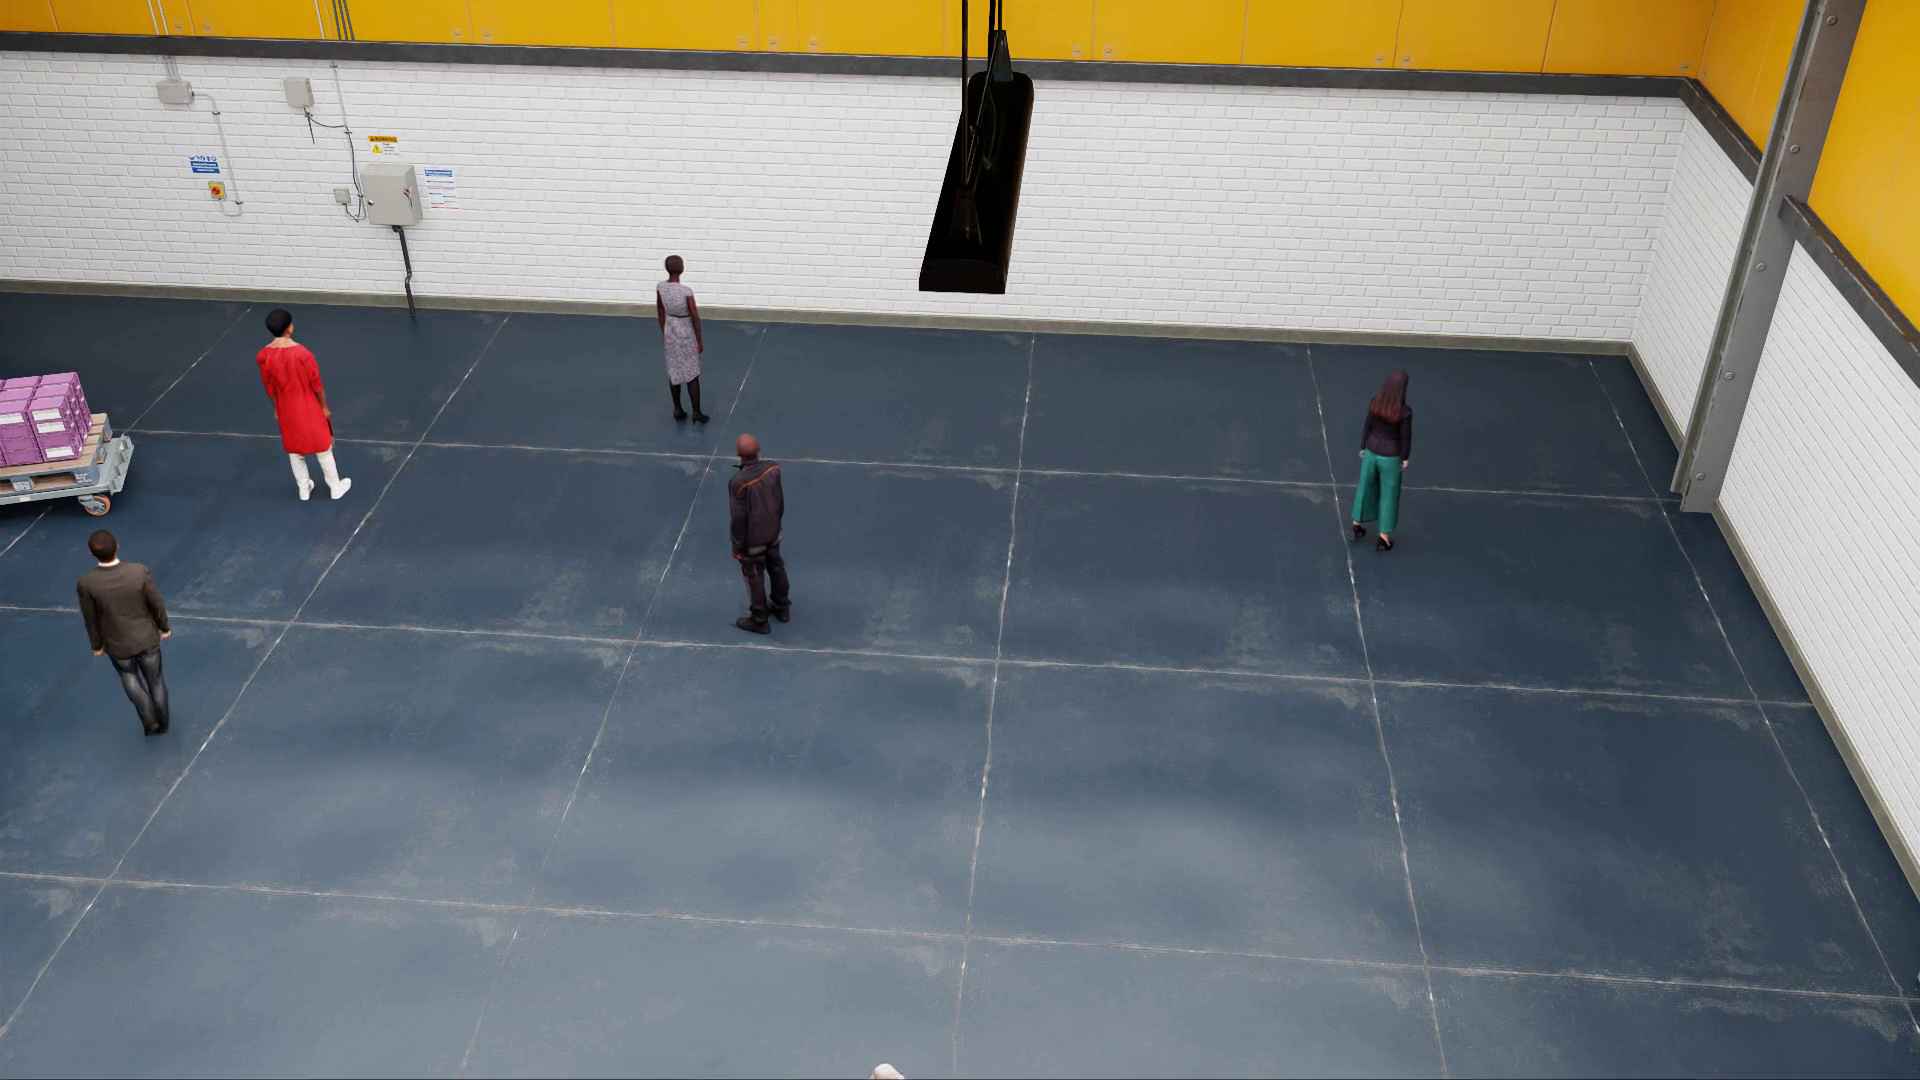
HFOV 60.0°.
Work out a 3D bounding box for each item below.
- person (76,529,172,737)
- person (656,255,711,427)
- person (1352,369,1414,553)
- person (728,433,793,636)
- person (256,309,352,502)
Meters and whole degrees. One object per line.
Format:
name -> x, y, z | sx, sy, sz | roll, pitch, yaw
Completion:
person -> -6.112, 0.743, 12.270 | 0.873, 1.798, 0.918 | -17, 37, -24
person -> -2.746, -1.958, 16.343 | 0.673, 1.788, 0.643 | 14, 36, 20
person -> 3.693, -0.706, 14.505 | 0.748, 1.737, 0.711 | -29, 43, -36
person -> -1.623, -0.059, 13.454 | 0.844, 1.823, 0.753 | 27, 42, 35
person -> -6.016, -1.219, 15.145 | 0.680, 1.883, 0.597 | 1, 34, 2
